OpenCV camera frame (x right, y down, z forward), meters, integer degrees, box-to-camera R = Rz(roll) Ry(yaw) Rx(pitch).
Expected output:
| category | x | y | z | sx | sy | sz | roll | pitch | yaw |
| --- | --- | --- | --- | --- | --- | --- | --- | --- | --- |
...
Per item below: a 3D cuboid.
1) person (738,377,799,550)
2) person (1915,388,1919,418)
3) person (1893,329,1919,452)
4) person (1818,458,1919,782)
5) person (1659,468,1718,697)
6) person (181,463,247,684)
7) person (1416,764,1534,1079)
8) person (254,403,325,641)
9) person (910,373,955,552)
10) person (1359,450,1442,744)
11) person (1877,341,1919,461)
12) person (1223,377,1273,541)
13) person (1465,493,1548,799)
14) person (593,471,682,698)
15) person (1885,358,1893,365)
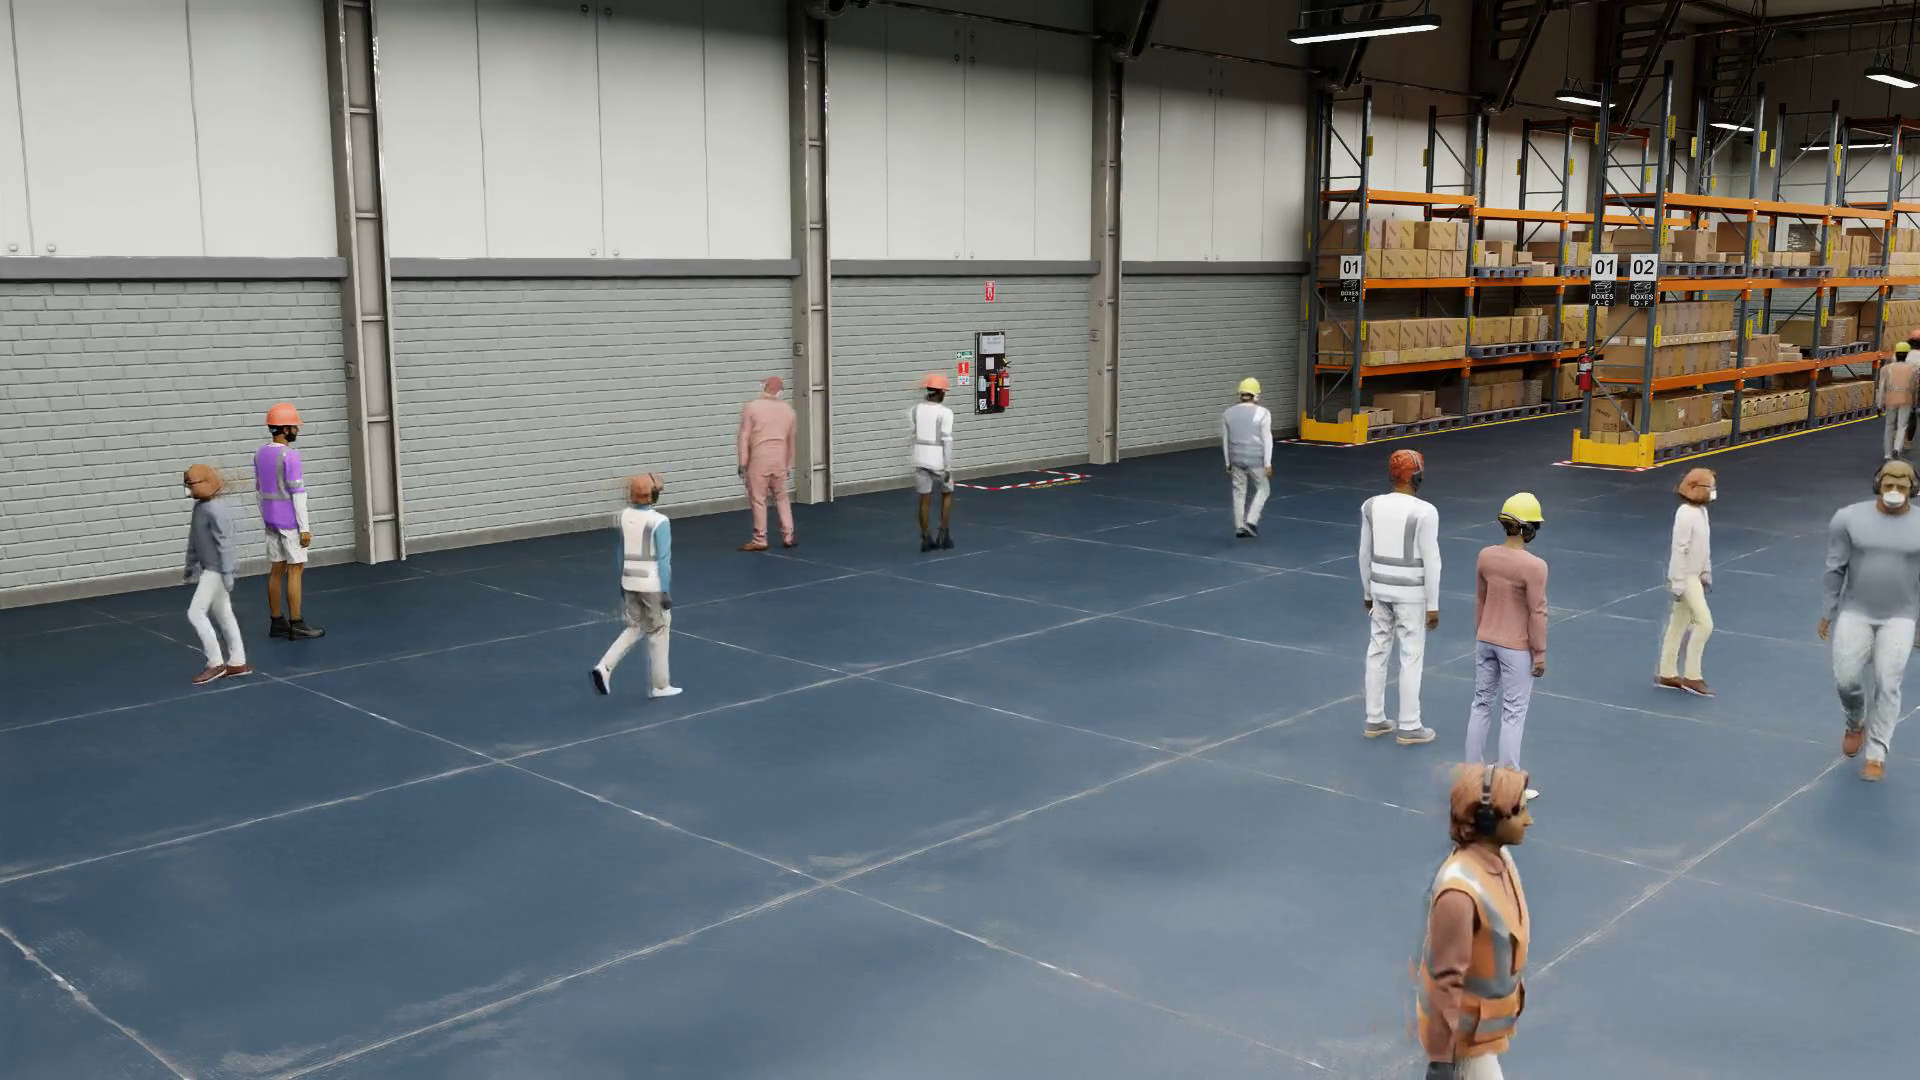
| category | x | y | z | sx | sy | sz | roll | pitch | yaw |
| --- | --- | --- | --- | --- | --- | --- | --- | --- | --- |
| person | -2.055 | -0.807 | 17.832 | 0.727 | 1.865 | 0.434 | -8 | 12 | -40 |
| person | 14.848 | -2.032 | 25.314 | 0.495 | 1.848 | 0.692 | 7 | 12 | 38 |
| person | 15.548 | -2.432 | 27.210 | 0.630 | 2.029 | 0.680 | 5 | 11 | 30 |
| person | 5.478 | 0.460 | 9.903 | 0.648 | 1.922 | 0.492 | 5 | 11 | 30 |
| person | 5.265 | 0.298 | 11.791 | 0.557 | 1.613 | 0.523 | 7 | 11 | 35 |
| person | -5.514 | 0.246 | 12.156 | 0.538 | 1.615 | 0.515 | -6 | 11 | -32 |
| person | 1.489 | 1.438 | 4.829 | 0.396 | 1.629 | 0.536 | 5 | 11 | 29 |
| person | -5.483 | -0.150 | 13.579 | 0.553 | 1.935 | 0.362 | 6 | 11 | 34 |
| person | -0.269 | -0.834 | 17.849 | 0.540 | 1.911 | 0.592 | 5 | 10 | 27 |
| person | 2.830 | 0.361 | 10.649 | 0.394 | 1.879 | 0.592 | -8 | 12 | -40 |
| person | 14.619 | -2.148 | 25.924 | 0.575 | 1.887 | 0.918 | 6 | 11 | 33 |
| person | 3.196 | -0.887 | 18.426 | 0.623 | 1.817 | 0.434 | 7 | 12 | 37 |
| person | 3.163 | 0.604 | 9.547 | 0.349 | 1.759 | 0.522 | -5 | 10 | -27 |
| person | -2.244 | 0.336 | 11.572 | 0.523 | 1.620 | 0.586 | 8 | 12 | 39 |
| person | 21.202 | -4.084 | 37.825 | 0.988 | 1.864 | 0.585 | 5 | 11 | 30 |
